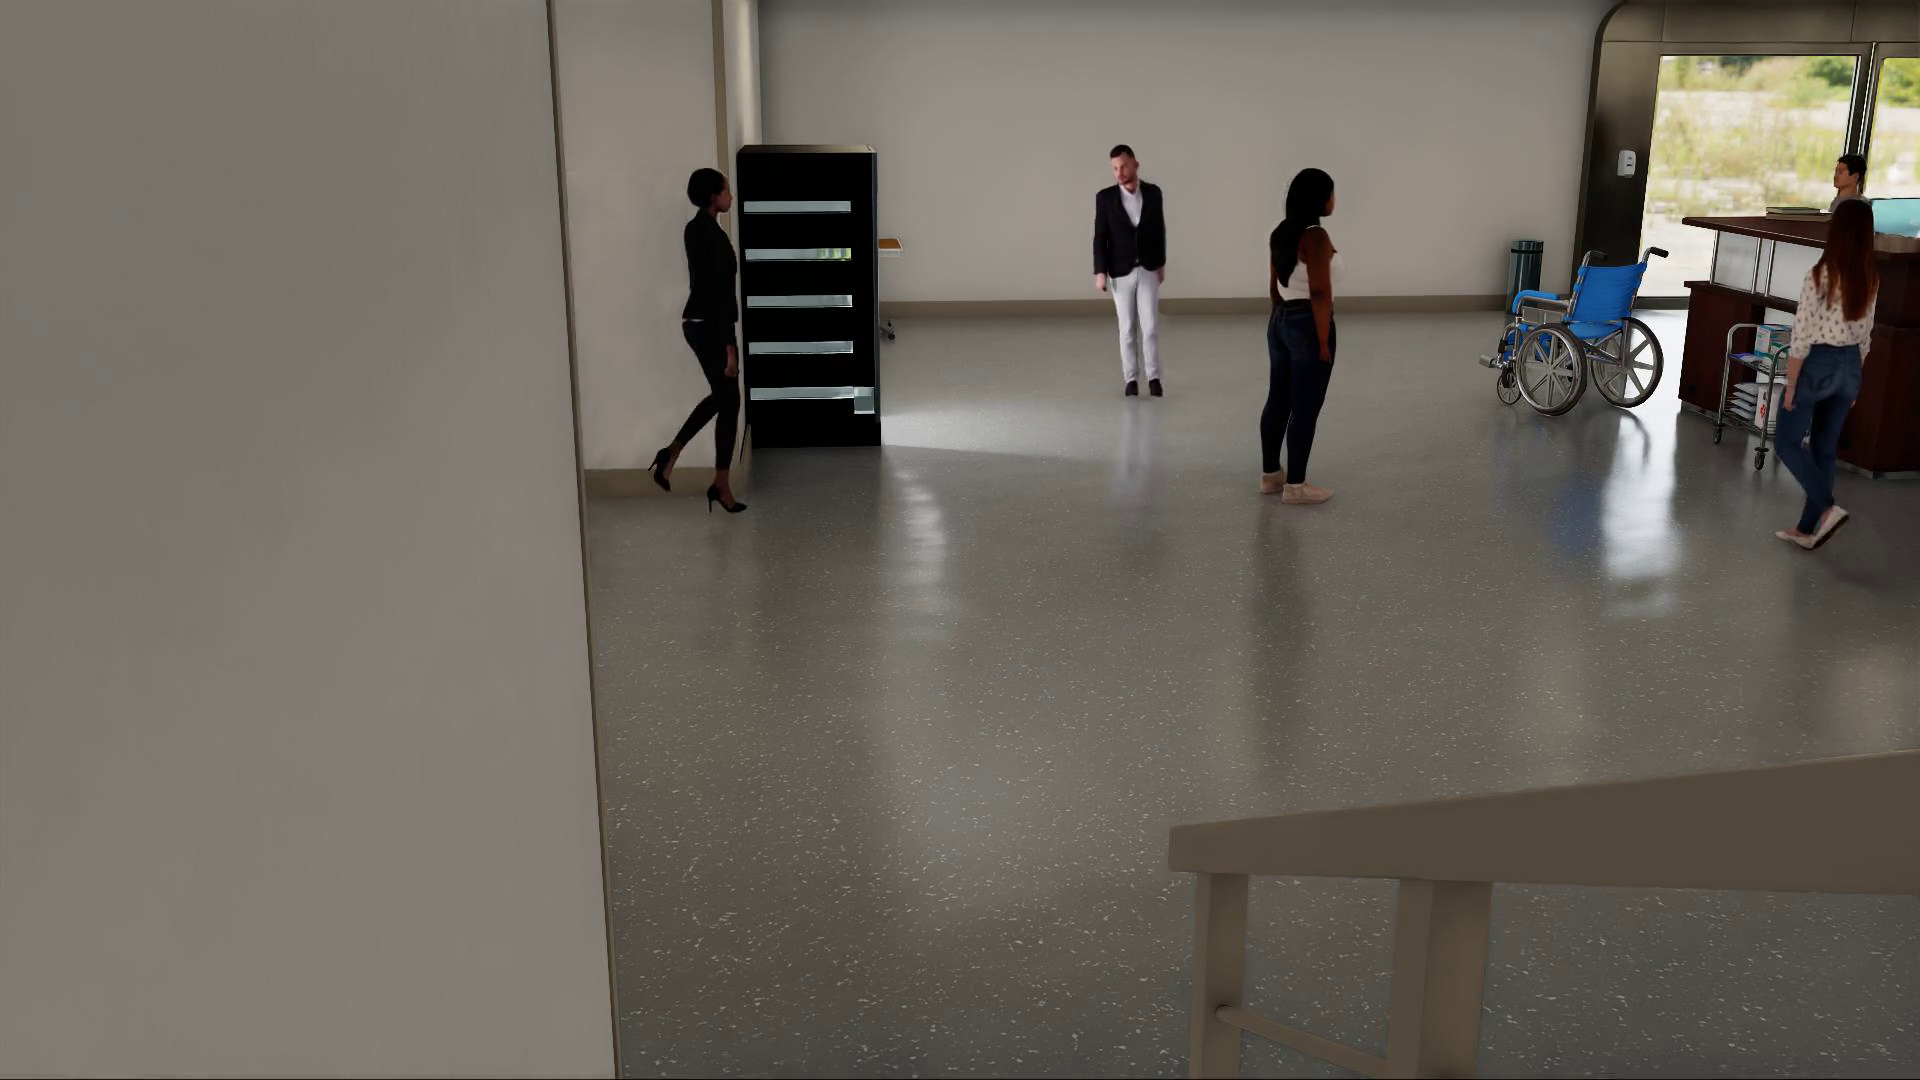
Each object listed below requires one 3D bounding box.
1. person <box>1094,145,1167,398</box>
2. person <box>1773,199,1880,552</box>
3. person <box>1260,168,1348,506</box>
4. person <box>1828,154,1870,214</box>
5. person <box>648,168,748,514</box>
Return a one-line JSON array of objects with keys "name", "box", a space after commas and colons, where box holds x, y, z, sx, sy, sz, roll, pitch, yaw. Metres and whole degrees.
[{"name": "person", "box": [1.250, -1.896, 11.908, 0.691, 1.796, 0.641, -4, 16, -15]}, {"name": "person", "box": [4.217, -0.756, 8.004, 0.602, 1.721, 0.837, -2, 16, -8]}, {"name": "person", "box": [1.855, -1.115, 9.115, 0.764, 1.807, 0.621, -5, 17, -19]}, {"name": "person", "box": [6.744, -2.038, 12.599, 0.710, 1.694, 0.948, -1, 16, -2]}, {"name": "person", "box": [-1.380, -1.006, 8.706, 0.855, 1.821, 0.831, -9, 18, -29]}]
